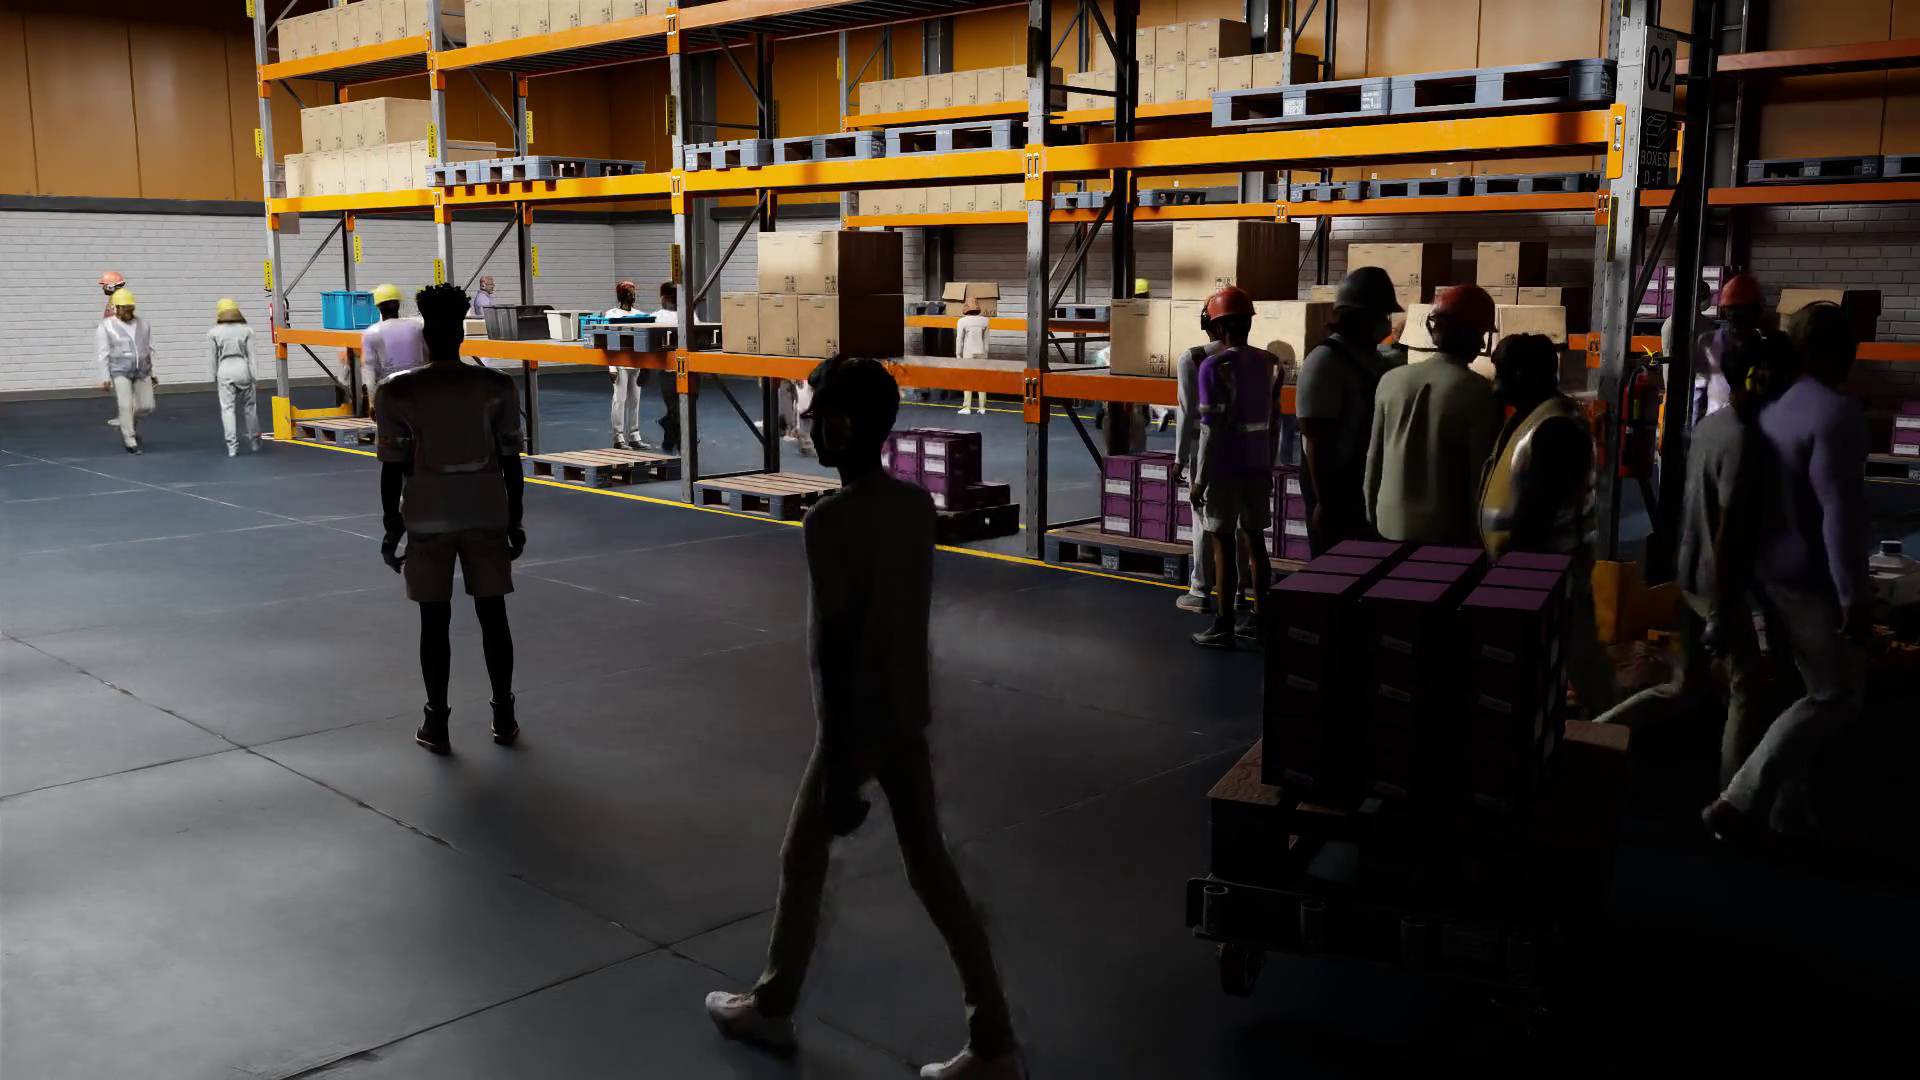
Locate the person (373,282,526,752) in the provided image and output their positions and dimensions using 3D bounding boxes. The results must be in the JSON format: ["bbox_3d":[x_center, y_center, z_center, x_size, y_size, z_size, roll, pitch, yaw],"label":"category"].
[{"bbox_3d":[-2.127,-0.090,6.993,0.603,1.966,0.367,-4,10,-24],"label":"person"}]

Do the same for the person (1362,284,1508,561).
[{"bbox_3d":[1.882,-0.054,6.774,0.697,1.962,0.648,-7,12,-38],"label":"person"}]

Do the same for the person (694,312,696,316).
[{"bbox_3d":[-4.534,-3.266,27.334,0.706,1.677,0.534,9,13,43],"label":"person"}]

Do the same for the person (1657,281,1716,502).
[{"bbox_3d":[6.284,-1.275,14.342,0.632,1.940,0.372,-6,11,-34],"label":"person"}]

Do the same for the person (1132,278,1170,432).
[{"bbox_3d":[2.229,-2.191,20.043,0.583,1.911,0.615,8,12,42],"label":"person"}]

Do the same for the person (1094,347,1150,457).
[{"bbox_3d":[1.367,-1.077,14.071,0.543,1.622,0.388,-4,10,-24],"label":"person"}]

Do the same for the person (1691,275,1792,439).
[{"bbox_3d":[5.093,-0.740,10.934,0.625,1.979,1.082,8,12,40],"label":"person"}]

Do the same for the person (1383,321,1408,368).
[{"bbox_3d":[3.677,-1.042,13.988,0.518,1.589,0.828,-1,9,-7],"label":"person"}]

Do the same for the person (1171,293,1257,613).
[{"bbox_3d":[1.517,-0.506,9.801,0.577,1.883,0.353,-4,10,-21],"label":"person"}]

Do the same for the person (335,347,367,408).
[{"bbox_3d":[-7.671,-2.245,21.161,0.810,1.653,0.530,-1,9,-7],"label":"person"}]

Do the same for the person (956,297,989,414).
[{"bbox_3d":[0.176,-2.565,23.209,0.501,1.628,0.277,-4,10,-22],"label":"person"}]

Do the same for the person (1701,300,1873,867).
[{"bbox_3d":[2.840,0.157,5.643,0.509,1.925,0.677,1,9,5],"label":"person"}]

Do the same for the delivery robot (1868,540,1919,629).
[{"bbox_3d":[5.002,0.246,8.963,0.707,0.478,0.477,-8,12,-39],"label":"delivery robot"}]

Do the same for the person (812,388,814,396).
[{"bbox_3d":[-1.904,-2.252,20.575,0.371,1.856,0.567,8,12,42],"label":"person"}]

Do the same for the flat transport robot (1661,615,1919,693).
[{"bbox_3d":[4.096,0.537,8.332,1.431,0.197,0.652,-5,11,-29],"label":"flat transport robot"}]

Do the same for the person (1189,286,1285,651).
[{"bbox_3d":[1.450,-0.374,8.849,0.542,1.928,0.374,-6,11,-31],"label":"person"}]

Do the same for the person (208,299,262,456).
[{"bbox_3d":[-7.937,-1.782,18.222,0.495,1.683,0.908,-3,10,-18],"label":"person"}]

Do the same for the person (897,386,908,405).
[{"bbox_3d":[-1.062,-2.823,23.654,0.494,2.005,0.656,-1,9,-8],"label":"person"}]

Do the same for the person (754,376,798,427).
[{"bbox_3d":[-2.325,-2.326,21.137,0.604,1.826,0.631,2,9,9],"label":"person"}]

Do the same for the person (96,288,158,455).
[{"bbox_3d":[-9.062,-1.830,18.123,0.440,1.813,0.610,7,12,38],"label":"person"}]

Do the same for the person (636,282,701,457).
[{"bbox_3d":[-3.093,-1.769,17.556,0.610,1.882,0.931,-9,13,-44],"label":"person"}]

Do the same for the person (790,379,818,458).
[{"bbox_3d":[-1.626,-1.865,17.854,0.488,1.971,0.635,7,12,38],"label":"person"}]

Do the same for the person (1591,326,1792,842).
[{"bbox_3d":[2.557,0.164,5.866,0.823,1.839,0.537,2,9,10],"label":"person"}]

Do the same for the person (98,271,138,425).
[{"bbox_3d":[-10.952,-2.496,21.651,0.379,1.996,0.610,-2,9,-9],"label":"person"}]

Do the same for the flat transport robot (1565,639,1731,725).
[{"bbox_3d":[2.914,0.670,7.515,1.431,0.197,0.652,-6,11,-34],"label":"flat transport robot"}]

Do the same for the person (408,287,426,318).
[{"bbox_3d":[-6.447,-2.186,20.323,0.738,1.810,0.600,9,13,44],"label":"person"}]

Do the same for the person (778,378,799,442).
[{"bbox_3d":[-2.119,-2.072,19.681,0.509,1.789,0.912,-7,12,-38],"label":"person"}]

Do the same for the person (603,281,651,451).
[{"bbox_3d":[-3.680,-1.913,18.427,0.355,1.883,0.574,6,11,32],"label":"person"}]

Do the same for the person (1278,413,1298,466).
[{"bbox_3d":[2.626,-1.095,13.826,0.534,1.752,0.379,-2,9,-12],"label":"person"}]

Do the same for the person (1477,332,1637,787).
[{"bbox_3d":[2.190,0.102,6.398,0.980,1.784,0.606,0,9,-1],"label":"person"}]

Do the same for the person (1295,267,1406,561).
[{"bbox_3d":[1.839,-0.232,7.636,0.536,2.000,0.688,7,11,36],"label":"person"}]

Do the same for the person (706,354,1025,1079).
[{"bbox_3d":[-0.222,0.454,4.117,0.973,1.822,0.540,6,11,35],"label":"person"}]

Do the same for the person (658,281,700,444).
[{"bbox_3d":[-3.258,-2.055,19.155,0.488,1.923,0.544,4,10,21],"label":"person"}]

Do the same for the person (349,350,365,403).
[{"bbox_3d":[-7.891,-2.363,22.090,0.821,1.593,0.522,-1,9,-3],"label":"person"}]

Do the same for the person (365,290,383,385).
[{"bbox_3d":[-7.943,-2.550,22.771,0.541,1.739,0.557,1,9,8],"label":"person"}]

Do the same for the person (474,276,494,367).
[{"bbox_3d":[-7.694,-3.339,27.110,0.400,1.905,0.643,-3,10,-19],"label":"person"}]

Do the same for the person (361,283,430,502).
[{"bbox_3d":[-4.793,-1.245,14.270,0.596,1.900,0.628,-6,11,-34],"label":"person"}]
